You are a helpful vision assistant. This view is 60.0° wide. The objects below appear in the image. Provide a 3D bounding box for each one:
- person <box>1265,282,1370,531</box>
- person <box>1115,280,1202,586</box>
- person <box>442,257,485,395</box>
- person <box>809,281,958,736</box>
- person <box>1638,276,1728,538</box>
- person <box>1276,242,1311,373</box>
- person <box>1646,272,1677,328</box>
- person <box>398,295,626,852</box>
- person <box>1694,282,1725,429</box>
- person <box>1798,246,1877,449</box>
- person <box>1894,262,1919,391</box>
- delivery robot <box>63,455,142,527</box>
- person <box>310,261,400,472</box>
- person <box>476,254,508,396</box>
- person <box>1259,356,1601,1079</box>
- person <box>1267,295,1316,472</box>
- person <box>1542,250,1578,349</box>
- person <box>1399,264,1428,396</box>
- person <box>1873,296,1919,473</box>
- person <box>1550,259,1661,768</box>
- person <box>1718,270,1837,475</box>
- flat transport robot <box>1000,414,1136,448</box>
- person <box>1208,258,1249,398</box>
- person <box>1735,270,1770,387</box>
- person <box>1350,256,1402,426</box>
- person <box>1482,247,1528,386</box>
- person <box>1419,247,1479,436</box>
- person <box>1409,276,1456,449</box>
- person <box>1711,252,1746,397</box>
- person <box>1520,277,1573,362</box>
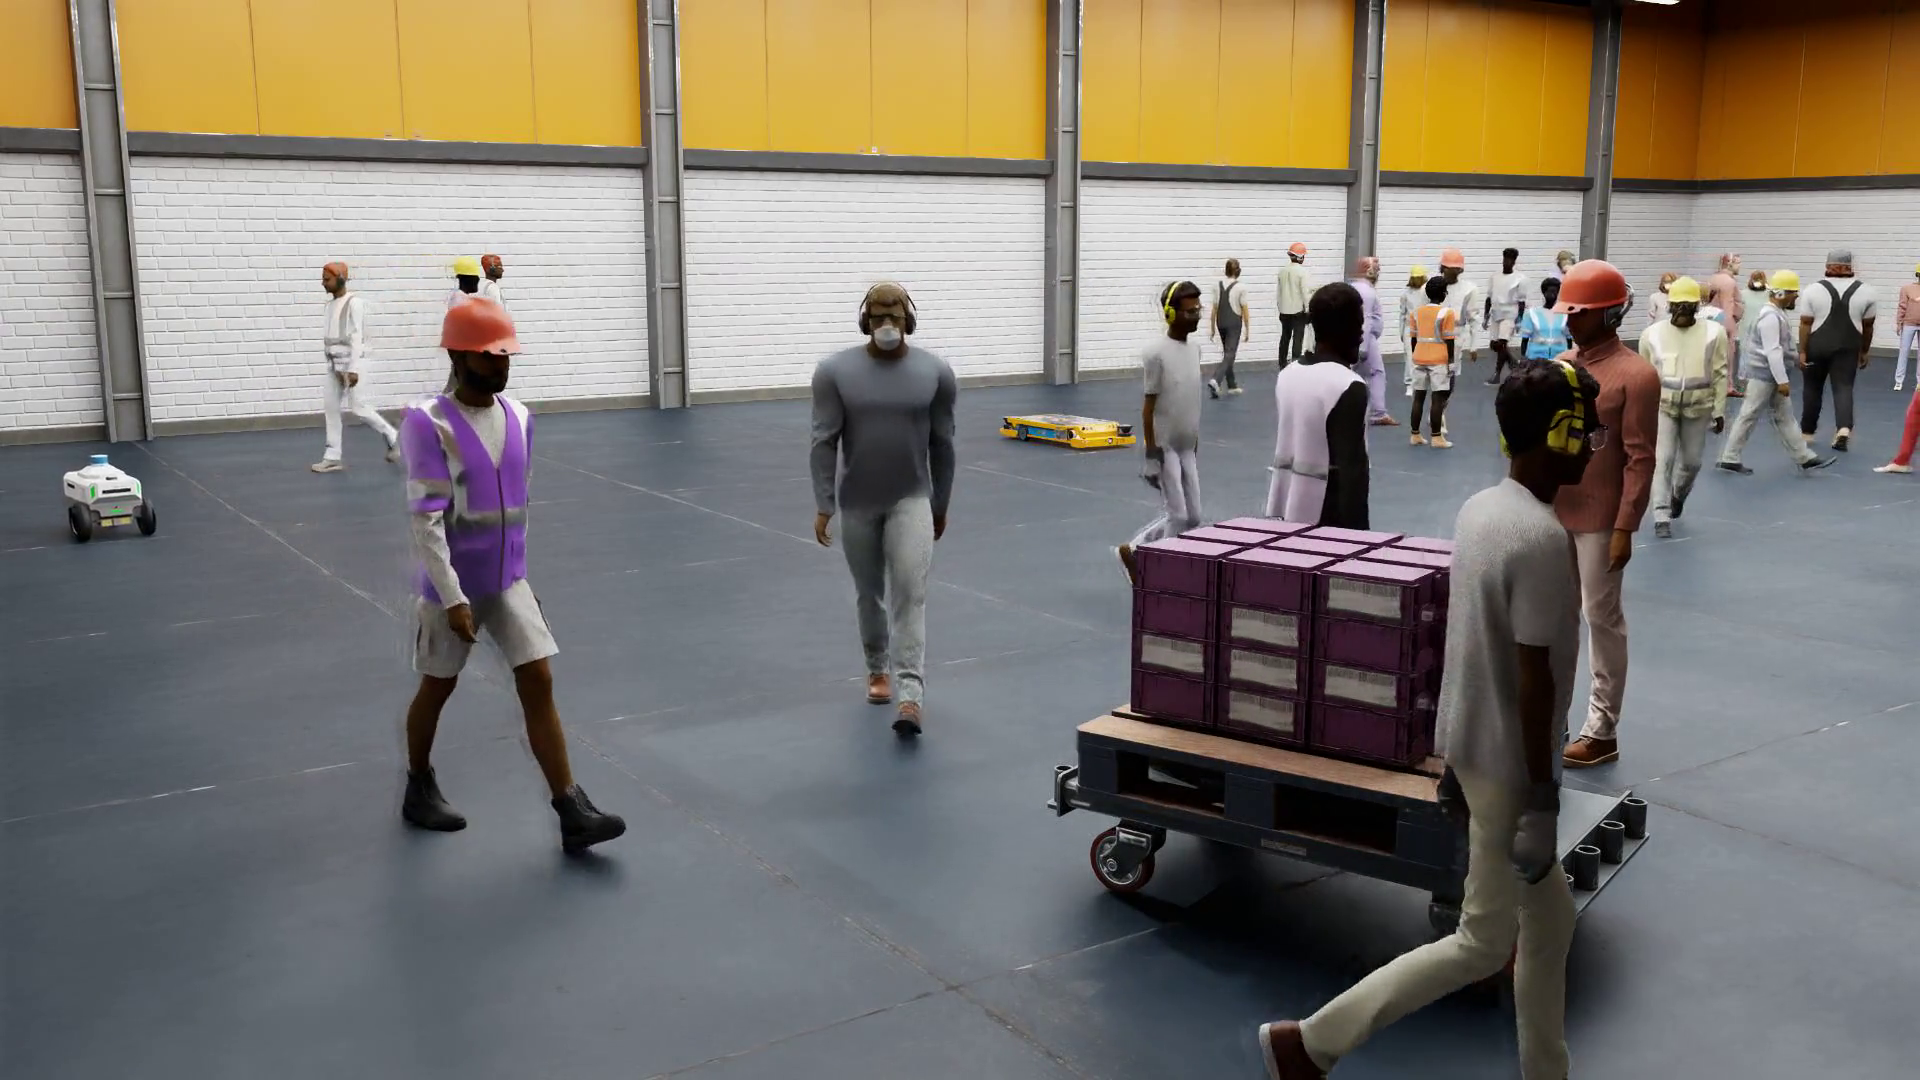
[{"bbox_3d":[1.445,-0.059,6.638,0.697,1.879,0.613,-3,11,-13],"label":"person"},{"bbox_3d":[1.130,-0.507,9.184,0.608,1.849,0.500,10,14,42],"label":"person"},{"bbox_3d":[-4.902,-1.868,16.570,0.993,1.877,0.588,-3,11,-18],"label":"person"},{"bbox_3d":[-0.319,-0.143,7.082,0.632,1.884,1.033,0,10,-3],"label":"person"},{"bbox_3d":[5.054,-0.947,11.696,0.596,1.813,0.727,3,11,18],"label":"person"},{"bbox_3d":[4.917,-3.363,24.434,0.381,1.994,0.622,-7,12,-34],"label":"person"},{"bbox_3d":[9.422,-2.766,22.184,0.518,1.618,0.413,4,11,23],"label":"person"},{"bbox_3d":[-1.595,0.126,5.624,1.032,1.879,0.553,7,13,35],"label":"person"},{"bbox_3d":[7.914,-1.955,17.801,0.856,1.586,0.536,-8,13,-36],"label":"person"},{"bbox_3d":[8.654,-1.930,16.453,0.691,2.000,0.989,3,11,16],"label":"person"},{"bbox_3d":[12.936,-2.887,22.462,0.523,1.767,0.313,4,11,21],"label":"person"},{"bbox_3d":[-5.994,-0.352,11.618,0.477,0.478,0.707,-9,14,-41],"label":"delivery robot"},{"bbox_3d":[-5.447,-1.555,14.878,0.578,1.866,0.802,8,13,37],"label":"person"},{"bbox_3d":[-5.179,-2.226,18.505,0.348,1.882,0.584,-7,12,-34],"label":"person"},{"bbox_3d":[1.134,0.508,3.719,0.850,1.830,0.549,0,10,3],"label":"person"},{"bbox_3d":[3.176,-1.351,14.506,0.845,1.599,0.513,1,10,3],"label":"person"},{"bbox_3d":[8.094,-2.948,22.419,0.646,1.894,0.667,-1,10,-7],"label":"person"},{"bbox_3d":[6.025,-2.770,21.922,0.494,1.723,0.578,2,11,12],"label":"person"},{"bbox_3d":[8.573,-1.400,14.441,0.919,1.718,0.533,4,11,19],"label":"person"},{"bbox_3d":[2.458,-0.103,6.580,0.386,1.989,0.608,-4,11,-20],"label":"person"},{"bbox_3d":[7.096,-1.424,14.378,0.939,1.784,0.603,7,13,35],"label":"person"},{"bbox_3d":[1.077,-1.120,16.864,0.652,0.197,1.431,-7,12,-33],"label":"flat transport robot"},{"bbox_3d":[3.479,-2.762,21.671,0.521,1.818,0.888,9,14,42],"label":"person"},{"bbox_3d":[10.910,-2.889,22.864,0.530,1.604,0.695,5,11,25],"label":"person"},{"bbox_3d":[4.384,-2.186,18.347,0.932,1.874,0.651,-1,10,-3],"label":"person"},{"bbox_3d":[7.677,-3.134,23.329,0.733,1.939,0.642,-8,13,-36],"label":"person"},{"bbox_3d":[5.177,-2.124,17.713,0.621,1.991,0.928,2,10,9],"label":"person"},{"bbox_3d":[4.661,-1.746,16.391,0.316,1.696,0.541,-7,12,-34],"label":"person"},{"bbox_3d":[9.846,-2.782,21.538,0.722,1.886,0.657,3,11,15],"label":"person"},{"bbox_3d":[5.995,-1.855,17.022,0.542,1.675,0.677,2,11,12],"label":"person"}]
